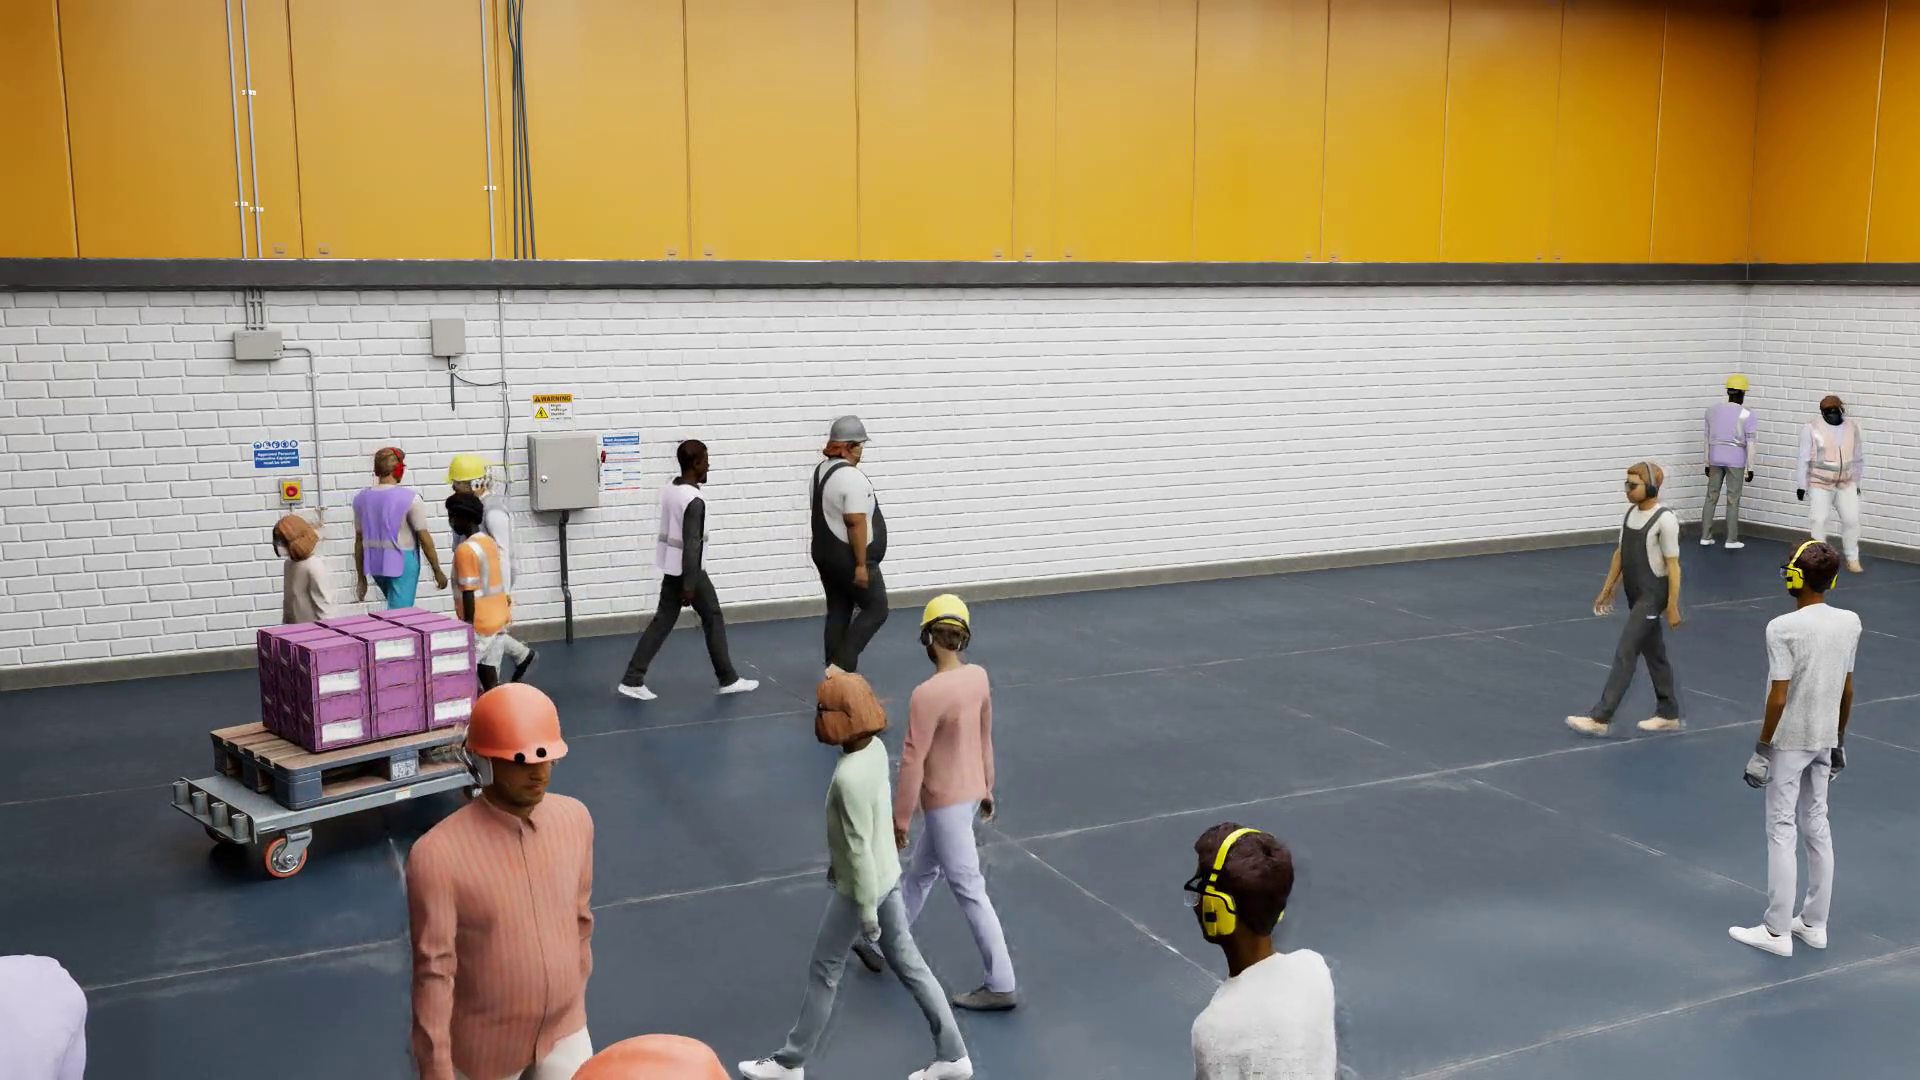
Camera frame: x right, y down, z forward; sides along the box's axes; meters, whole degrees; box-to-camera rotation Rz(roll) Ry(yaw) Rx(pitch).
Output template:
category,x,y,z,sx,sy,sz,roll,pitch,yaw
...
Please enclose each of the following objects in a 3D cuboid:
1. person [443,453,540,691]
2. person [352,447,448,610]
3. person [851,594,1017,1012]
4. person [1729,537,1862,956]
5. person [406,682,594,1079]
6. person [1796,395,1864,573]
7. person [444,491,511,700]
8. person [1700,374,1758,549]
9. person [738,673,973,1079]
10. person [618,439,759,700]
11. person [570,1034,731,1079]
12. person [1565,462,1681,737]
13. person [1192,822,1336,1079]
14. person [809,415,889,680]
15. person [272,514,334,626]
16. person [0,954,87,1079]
category,x,y,z,sx,sy,sz,roll,pitch,yaw
person,-3.273,0.267,11.631,0.624,1.804,0.610,-8,12,-40
person,-4.034,0.236,11.856,0.571,1.802,0.930,4,10,24
person,-0.129,1.077,6.937,0.926,1.687,0.580,5,10,28
person,3.730,0.918,7.414,0.532,1.866,0.319,-4,10,-21
person,-1.294,1.332,4.610,0.973,1.960,0.634,7,12,39
person,8.740,-0.555,16.739,0.671,1.813,0.457,1,9,5
person,-3.012,0.530,10.396,0.380,1.672,0.559,1,9,4
person,8.473,-0.862,18.314,0.402,1.918,0.580,-8,12,-40
person,-0.356,1.266,6.141,0.884,1.585,0.513,2,9,11
person,-1.970,0.217,11.781,1.013,1.874,0.603,-6,11,-32
person,-0.431,1.656,2.299,0.395,2.040,0.609,-4,10,-22
person,4.362,0.390,10.864,0.923,1.801,0.507,-1,9,-4
person,0.567,1.524,3.757,0.504,1.826,0.919,-8,12,-41
person,-0.788,0.104,11.926,0.538,2.000,0.710,-5,11,-29
person,-3.959,0.633,9.994,0.811,1.583,0.538,-7,12,-37
person,-2.027,1.535,3.356,0.358,1.938,0.636,3,10,16
